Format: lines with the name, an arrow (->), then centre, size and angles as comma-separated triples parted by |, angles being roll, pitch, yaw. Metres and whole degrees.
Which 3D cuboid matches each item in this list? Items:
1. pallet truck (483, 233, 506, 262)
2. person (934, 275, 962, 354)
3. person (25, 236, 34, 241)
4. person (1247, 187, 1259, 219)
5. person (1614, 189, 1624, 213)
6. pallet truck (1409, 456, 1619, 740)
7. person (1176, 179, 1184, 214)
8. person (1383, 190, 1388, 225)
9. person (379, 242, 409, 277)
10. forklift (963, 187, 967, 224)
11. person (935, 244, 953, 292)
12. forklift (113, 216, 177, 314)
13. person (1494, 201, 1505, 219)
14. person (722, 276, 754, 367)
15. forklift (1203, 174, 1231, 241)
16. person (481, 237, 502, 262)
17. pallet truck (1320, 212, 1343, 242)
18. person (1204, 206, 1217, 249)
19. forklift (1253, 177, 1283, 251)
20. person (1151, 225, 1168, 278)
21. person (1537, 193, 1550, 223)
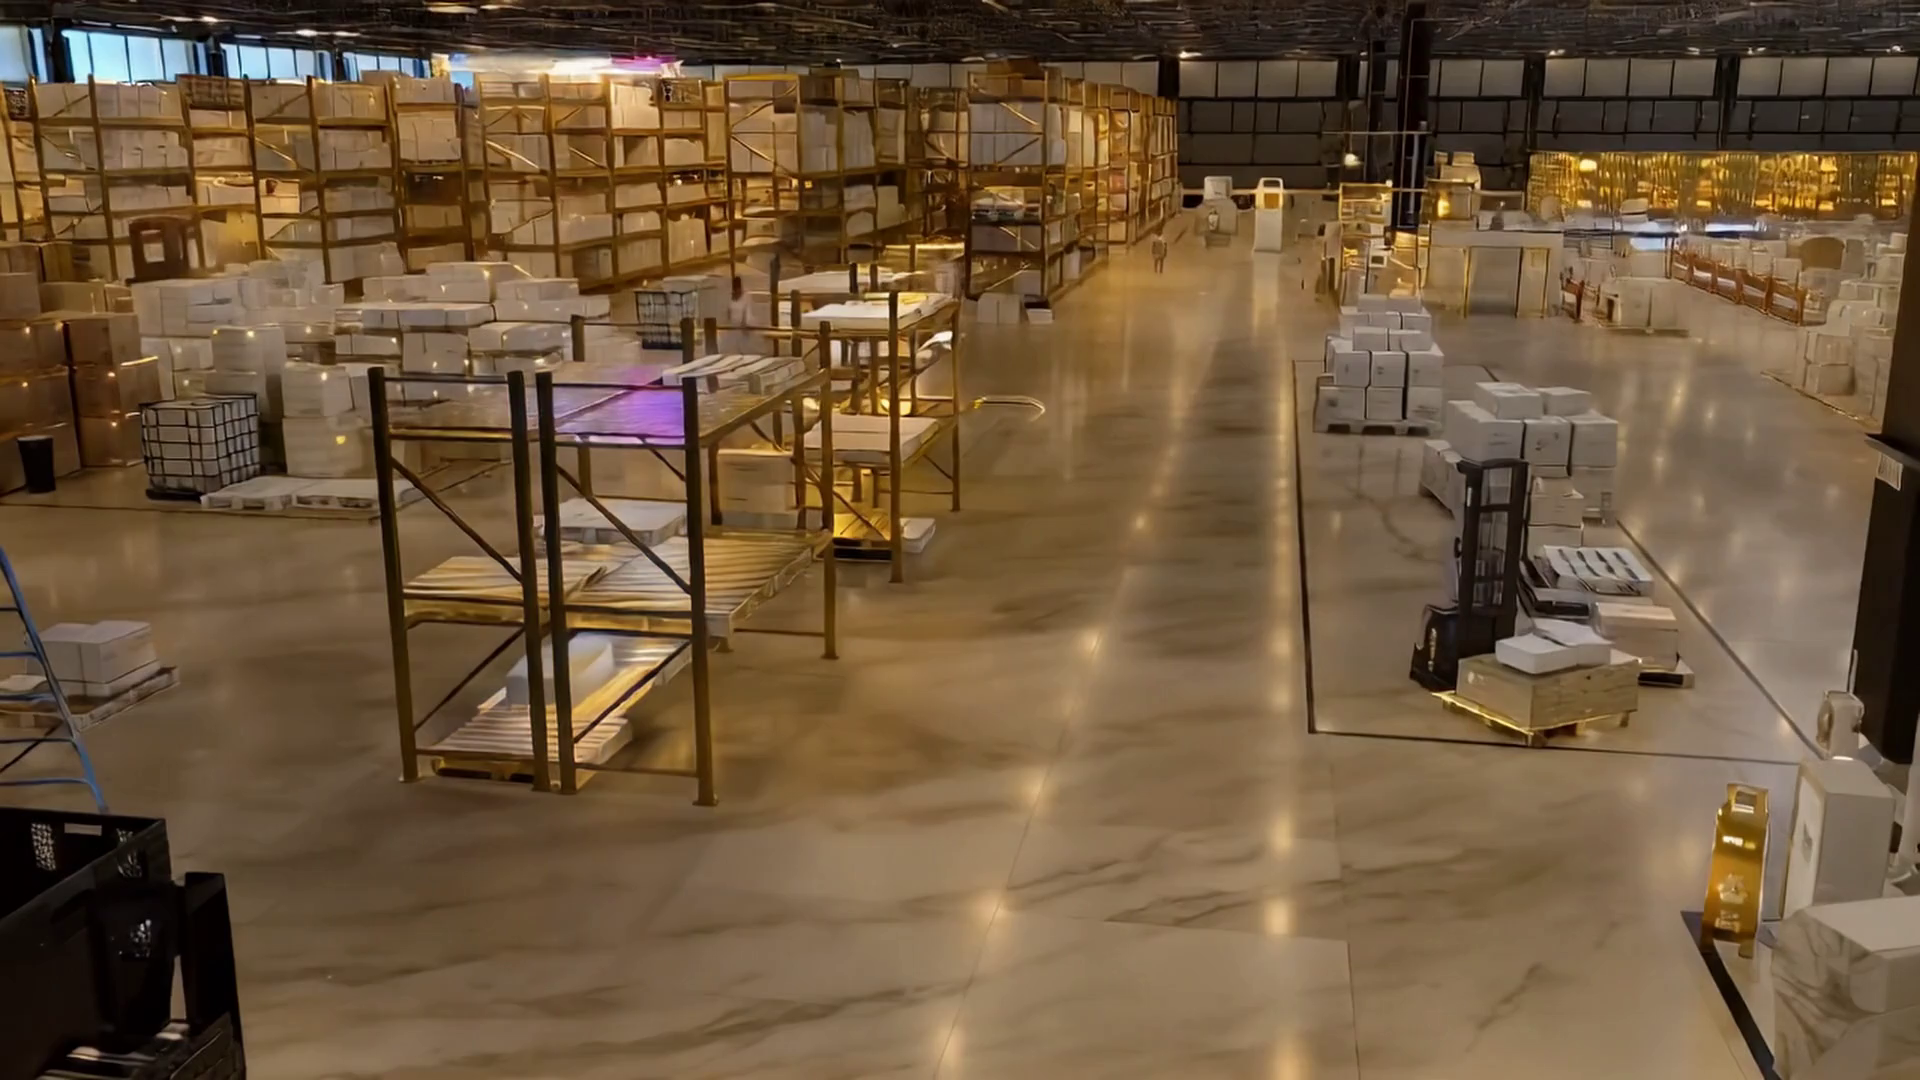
pallet truck -> -11.832, -7.026, 43.548 | 1.885, 1.965, 0.823 | 8, 16, 28
person -> -0.323, -4.725, 34.917 | 0.897, 1.651, 0.540 | 10, 17, 34
person -> -26.901, -7.994, 48.216 | 0.308, 1.640, 0.511 | 11, 17, 37
person -> 15.486, -17.806, 87.910 | 0.498, 1.710, 0.852 | -13, 19, -42
person -> 34.356, -17.601, 86.876 | 0.580, 1.805, 0.772 | 4, 14, 16
pallet truck -> 4.504, 0.400, 13.395 | 0.823, 1.965, 1.885 | -6, 15, -23
person -> 12.348, -19.244, 93.272 | 0.543, 1.940, 0.361 | 11, 18, 38
person -> 20.918, -16.286, 81.642 | 0.326, 1.752, 0.561 | 7, 16, 27
person -> -14.265, -6.574, 41.991 | 0.710, 1.867, 0.637 | -12, 18, -40
forklift -> 0.587, -10.061, 54.051 | 1.129, 2.768, 1.873 | 3, 14, 10
person -> -0.322, -6.240, 40.531 | 0.554, 1.915, 0.662 | -2, 14, -7
forklift -> -17.061, -5.444, 35.308 | 1.873, 2.768, 1.129 | 9, 16, 31
person -> 21.286, -12.424, 65.697 | 1.034, 1.898, 0.614 | 0, 14, -1
person -> -4.278, -4.114, 31.936 | 0.583, 1.892, 0.619 | 12, 18, 41
forklift -> 10.972, -14.125, 70.553 | 1.129, 2.768, 1.873 | 3, 14, 10
person -> -12.077, -6.771, 42.606 | 0.831, 1.936, 0.623 | 9, 16, 32
pallet truck -> 15.874, -13.227, 70.310 | 0.680, 1.201, 1.601 | 10, 17, 35
person -> 9.903, -12.345, 65.793 | 0.541, 1.685, 0.512 | 3, 14, 13
forklift -> 12.083, -12.747, 64.956 | 1.129, 2.768, 1.873 | 3, 14, 10
person -> 6.323, -9.159, 52.844 | 0.557, 1.672, 0.656 | 3, 14, 14
person -> 26.374, -14.726, 75.113 | 0.662, 1.861, 1.005 | -8, 16, -30
